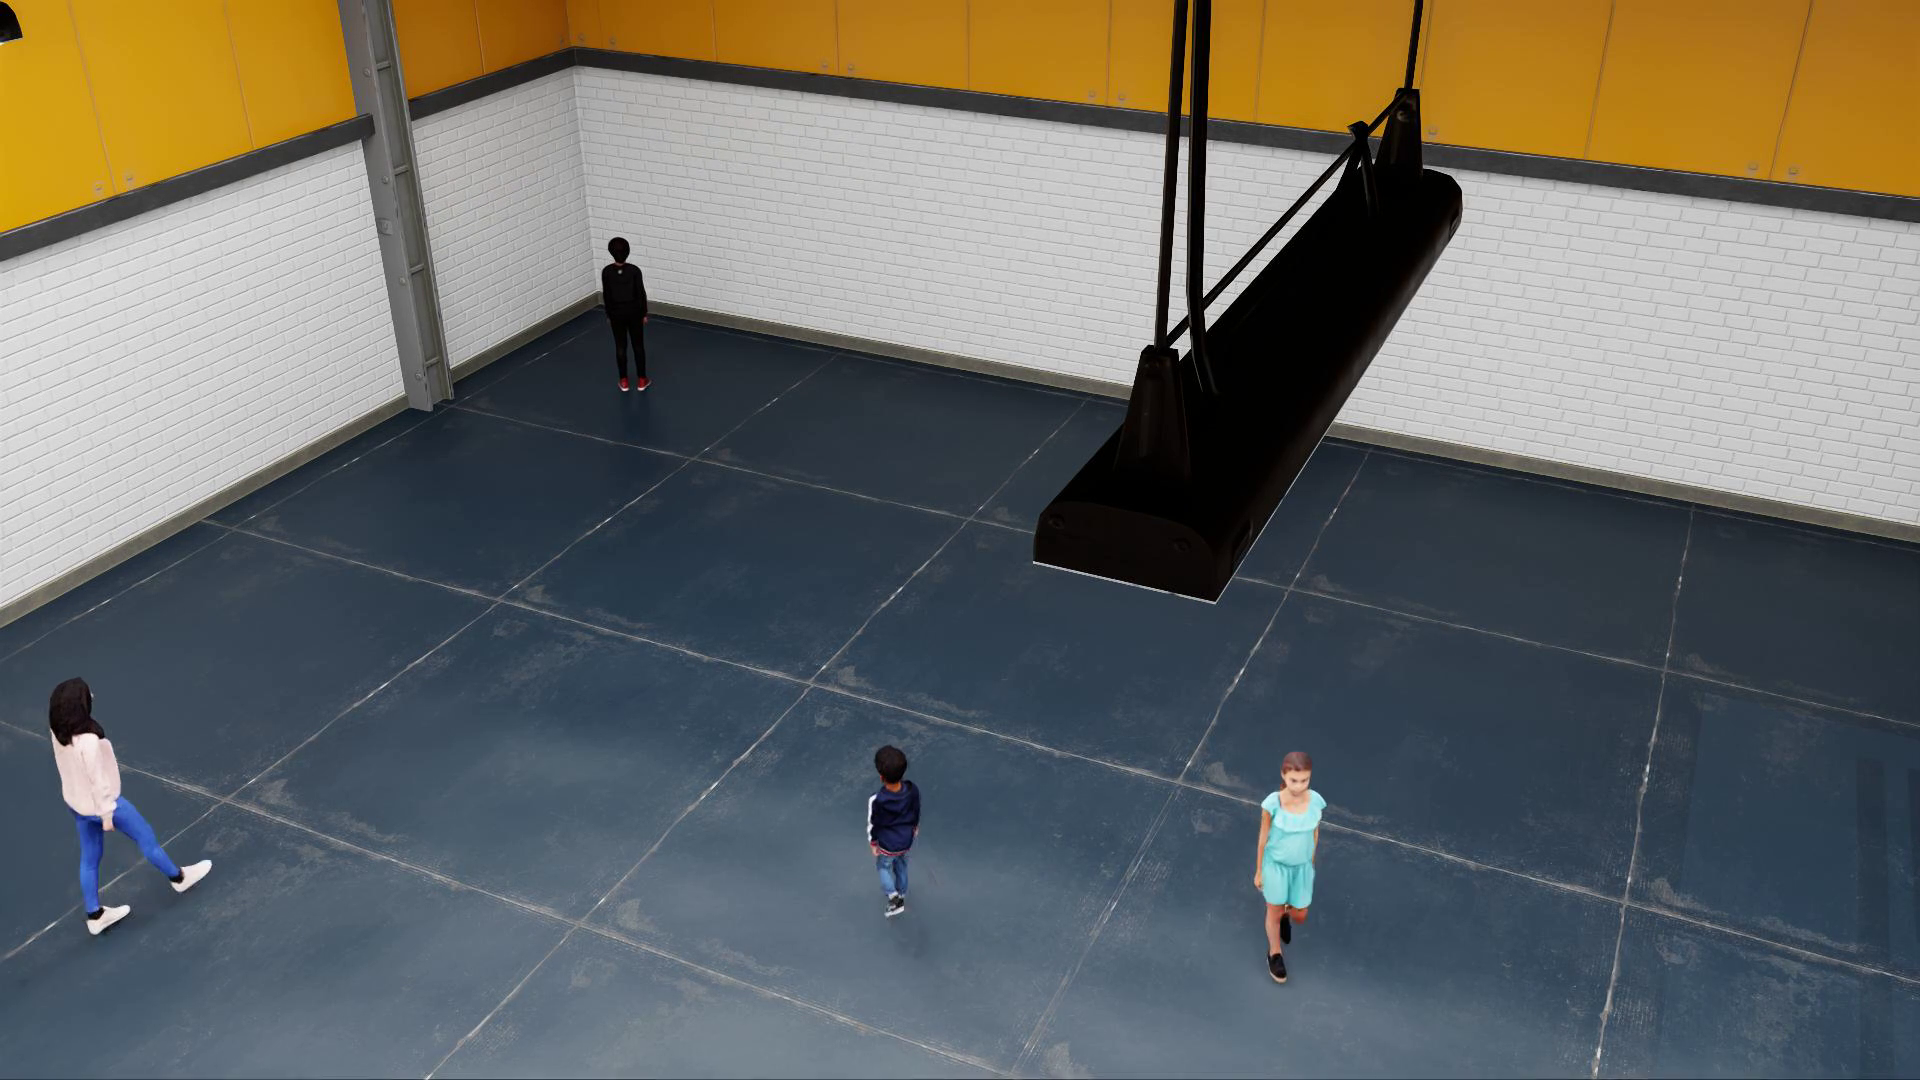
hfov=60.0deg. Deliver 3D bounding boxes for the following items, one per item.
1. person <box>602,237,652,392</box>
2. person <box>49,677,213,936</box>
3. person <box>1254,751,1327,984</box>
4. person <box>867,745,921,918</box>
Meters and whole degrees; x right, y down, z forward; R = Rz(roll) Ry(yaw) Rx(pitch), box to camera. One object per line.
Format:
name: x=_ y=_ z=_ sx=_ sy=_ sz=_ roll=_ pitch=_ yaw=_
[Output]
person: x=-3.518 y=-2.383 z=17.520 sx=0.671 sy=1.674 sz=0.674 roll=-3 pitch=29 yaw=-5
person: x=-5.307 y=1.648 z=10.063 sx=0.752 sy=1.739 sz=1.044 roll=18 pitch=33 yaw=30
person: x=1.916 y=1.877 z=9.842 sx=0.707 sy=1.548 sz=0.812 roll=-1 pitch=29 yaw=-2
person: x=-0.387 y=1.838 z=10.261 sx=0.657 sy=1.215 sz=0.717 roll=-12 pitch=31 yaw=-20
